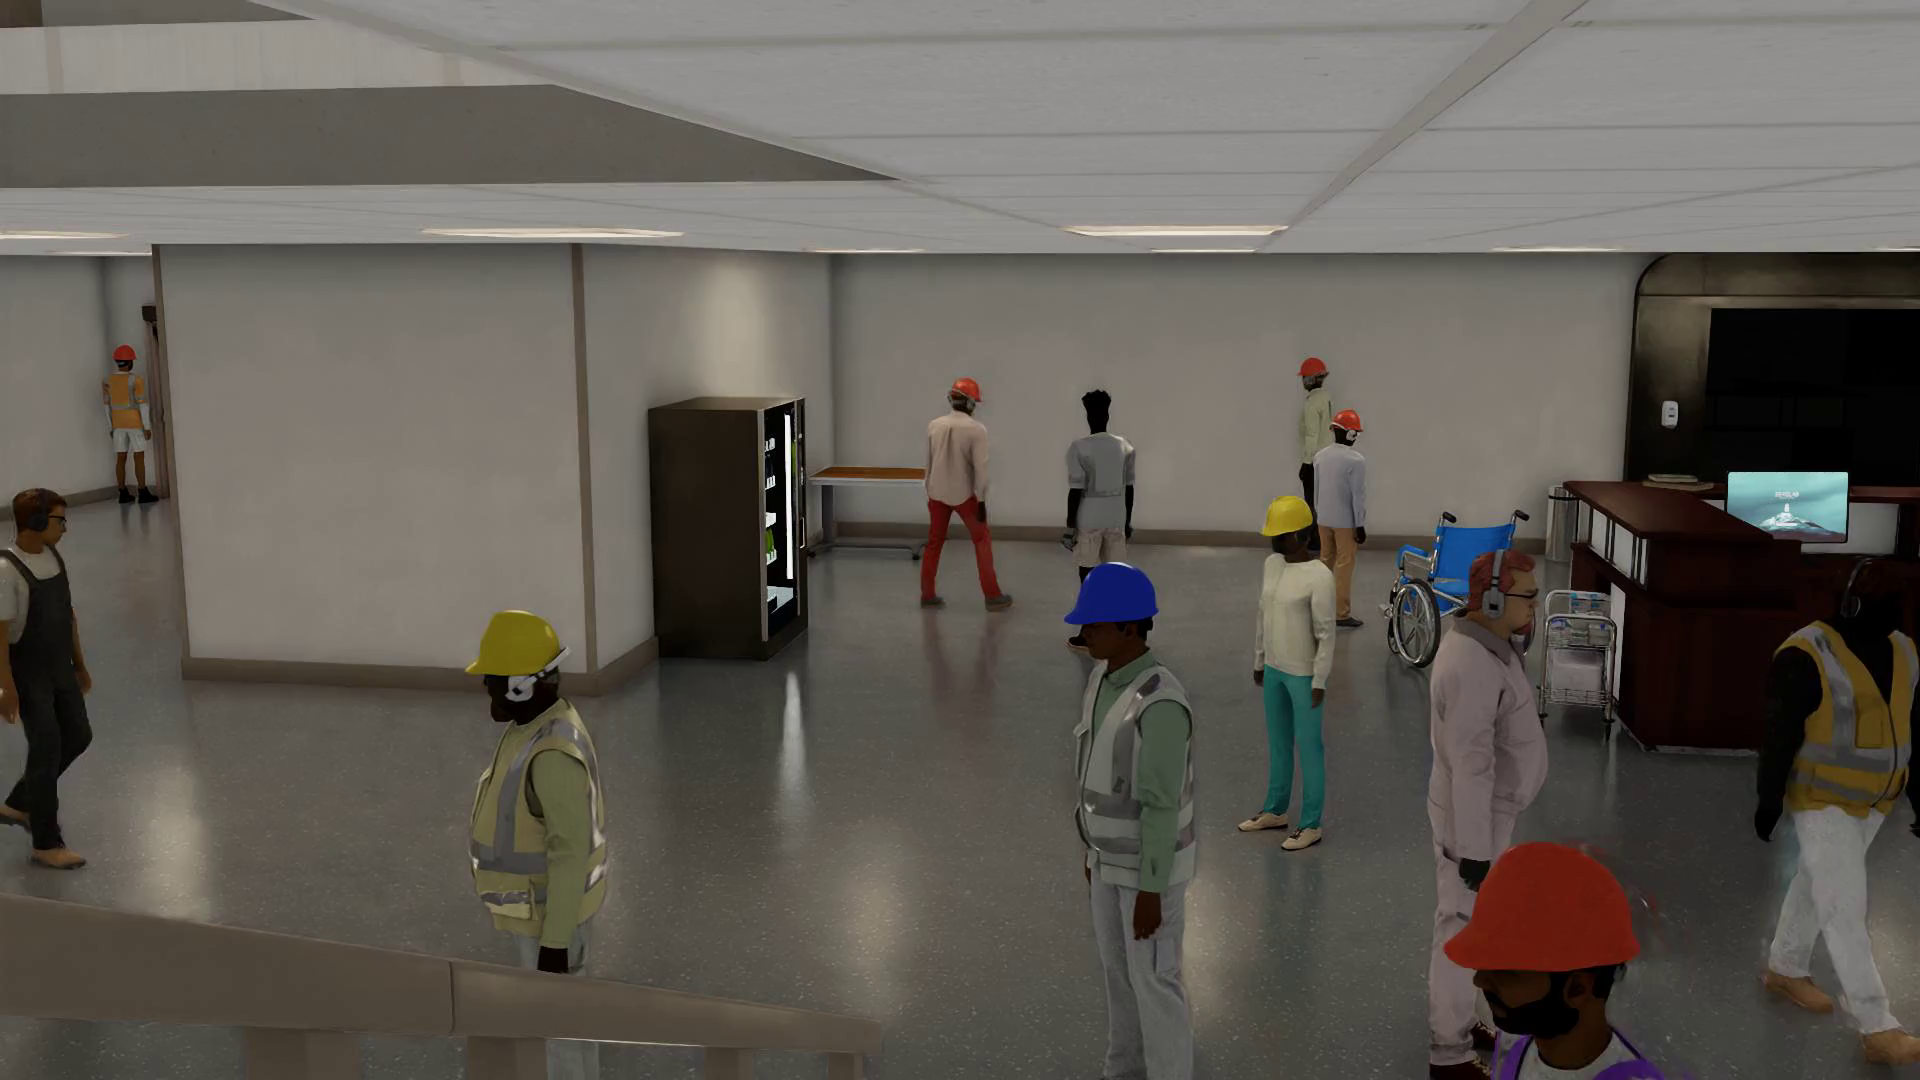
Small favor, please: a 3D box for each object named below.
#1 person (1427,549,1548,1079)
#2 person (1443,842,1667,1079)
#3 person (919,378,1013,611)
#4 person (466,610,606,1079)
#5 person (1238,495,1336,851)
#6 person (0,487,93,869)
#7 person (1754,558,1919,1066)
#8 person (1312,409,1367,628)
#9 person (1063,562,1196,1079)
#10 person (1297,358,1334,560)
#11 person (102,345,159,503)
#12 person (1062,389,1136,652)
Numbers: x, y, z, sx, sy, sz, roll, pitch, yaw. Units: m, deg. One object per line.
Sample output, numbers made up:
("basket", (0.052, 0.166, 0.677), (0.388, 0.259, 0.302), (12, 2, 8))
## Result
("person", (1.834, 0.969, 5.820), (0.400, 1.902, 0.651), (3, 10, 18))
("person", (0.933, 1.444, 2.862), (0.912, 1.897, 0.568), (0, 9, -1))
("person", (0.015, -0.379, 13.960), (0.722, 1.960, 0.517), (6, 11, 31))
("person", (-1.299, 1.111, 5.139), (0.403, 1.828, 0.597), (-3, 10, -20))
("person", (1.626, 0.648, 8.222), (0.335, 1.759, 0.523), (-5, 10, -26))
("person", (-4.485, 0.655, 8.010), (0.510, 1.818, 0.579), (1, 9, 5))
("person", (3.334, 0.971, 6.097), (0.654, 1.796, 0.933), (-4, 10, -23))
("person", (3.062, -0.174, 13.330), (0.352, 1.743, 0.564), (-5, 10, -28))
("person", (0.535, 1.025, 5.366), (0.422, 1.938, 0.600), (-3, 10, -19))
("person", (3.488, -0.801, 16.429), (0.391, 1.990, 0.621), (5, 11, 29))
("person", (-10.167, -1.411, 20.359), (0.543, 1.939, 0.361), (1, 9, 5))
("person", (1.037, -0.146, 12.472), (0.613, 1.962, 0.362), (-5, 11, -29))
